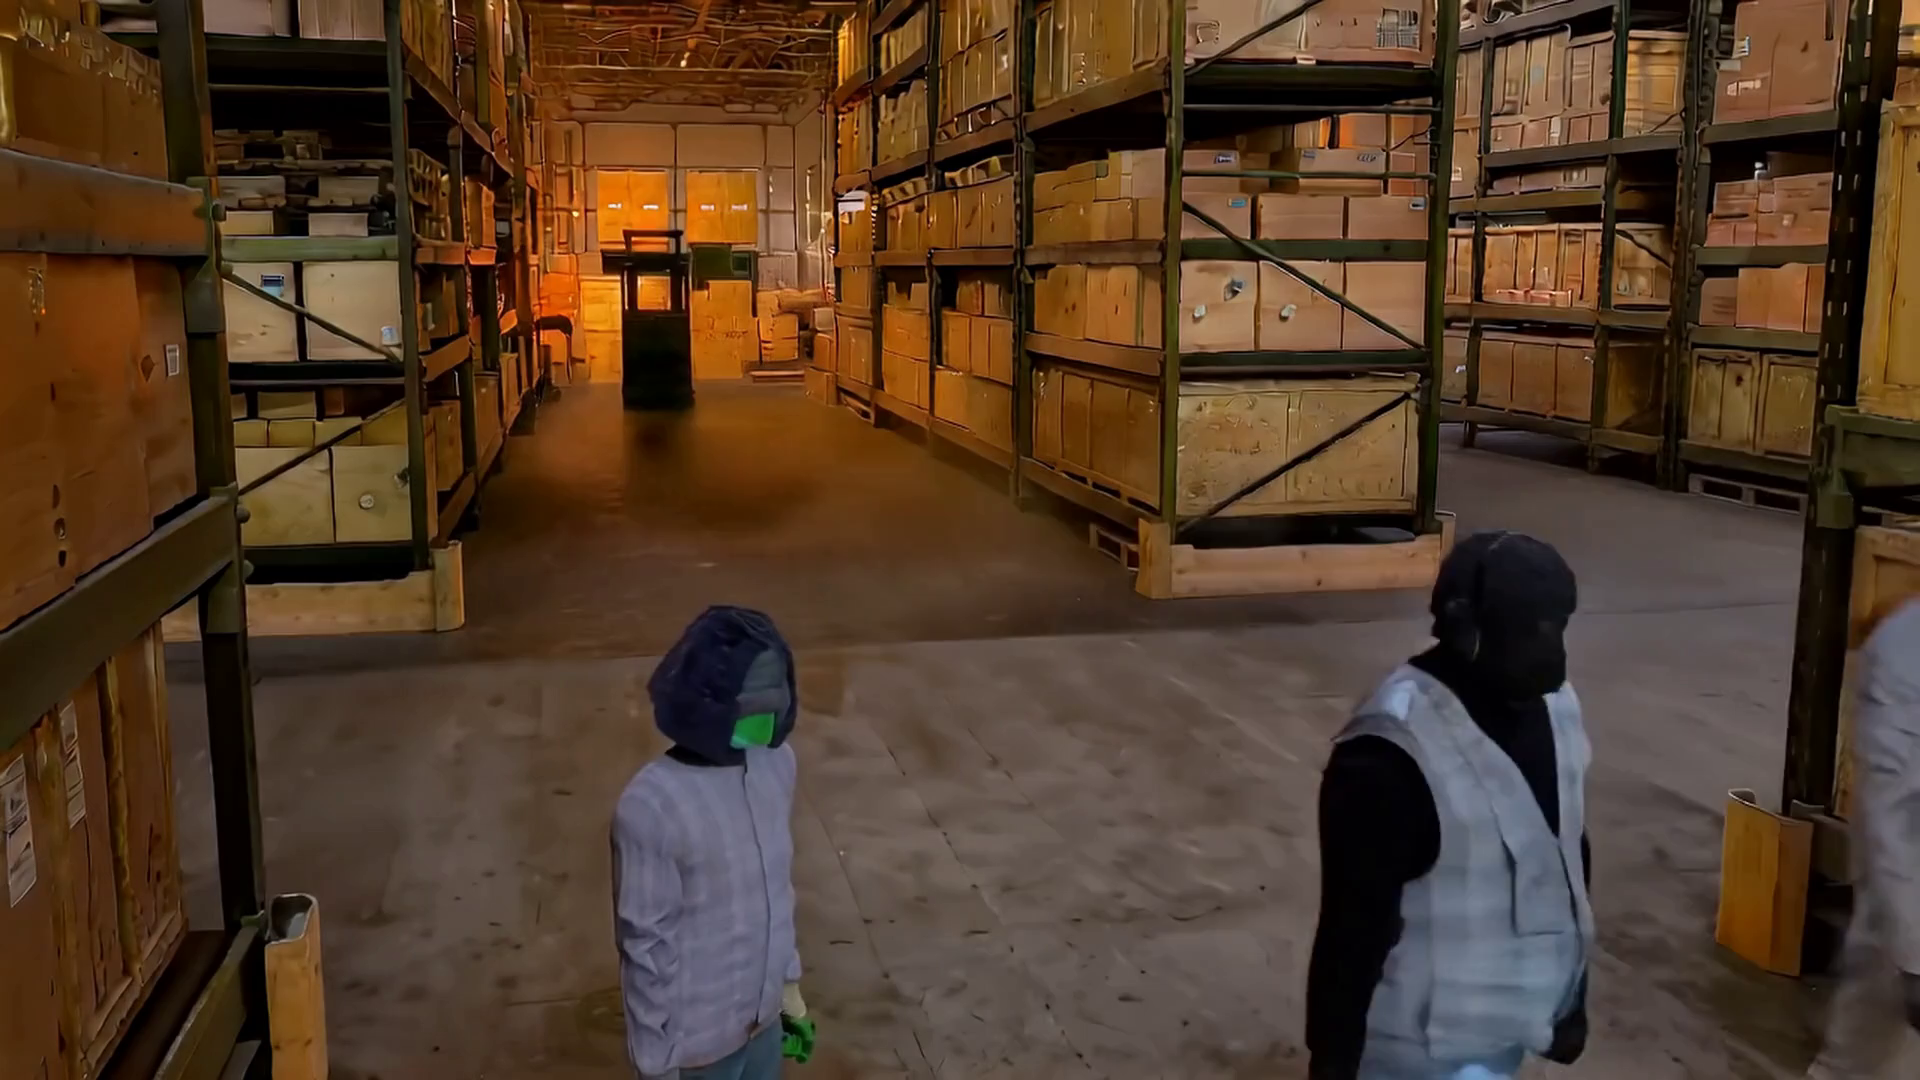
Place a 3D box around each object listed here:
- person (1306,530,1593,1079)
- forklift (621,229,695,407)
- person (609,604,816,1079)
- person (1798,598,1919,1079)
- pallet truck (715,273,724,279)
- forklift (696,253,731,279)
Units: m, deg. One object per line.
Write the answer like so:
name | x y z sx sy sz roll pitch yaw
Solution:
person | 0.876 0.855 3.016 0.958 1.794 0.643 9 13 42
forklift | -4.928 -3.613 26.844 1.129 2.768 1.873 -2 10 -12
person | -0.430 0.916 3.032 0.285 1.633 0.498 5 10 27
person | 2.019 0.768 3.265 0.650 1.854 0.982 -2 10 -12
pallet truck | -8.580 -8.986 62.280 1.885 1.965 0.823 1 9 5
forklift | -6.419 -6.333 43.424 1.129 2.768 1.873 -2 10 -12
